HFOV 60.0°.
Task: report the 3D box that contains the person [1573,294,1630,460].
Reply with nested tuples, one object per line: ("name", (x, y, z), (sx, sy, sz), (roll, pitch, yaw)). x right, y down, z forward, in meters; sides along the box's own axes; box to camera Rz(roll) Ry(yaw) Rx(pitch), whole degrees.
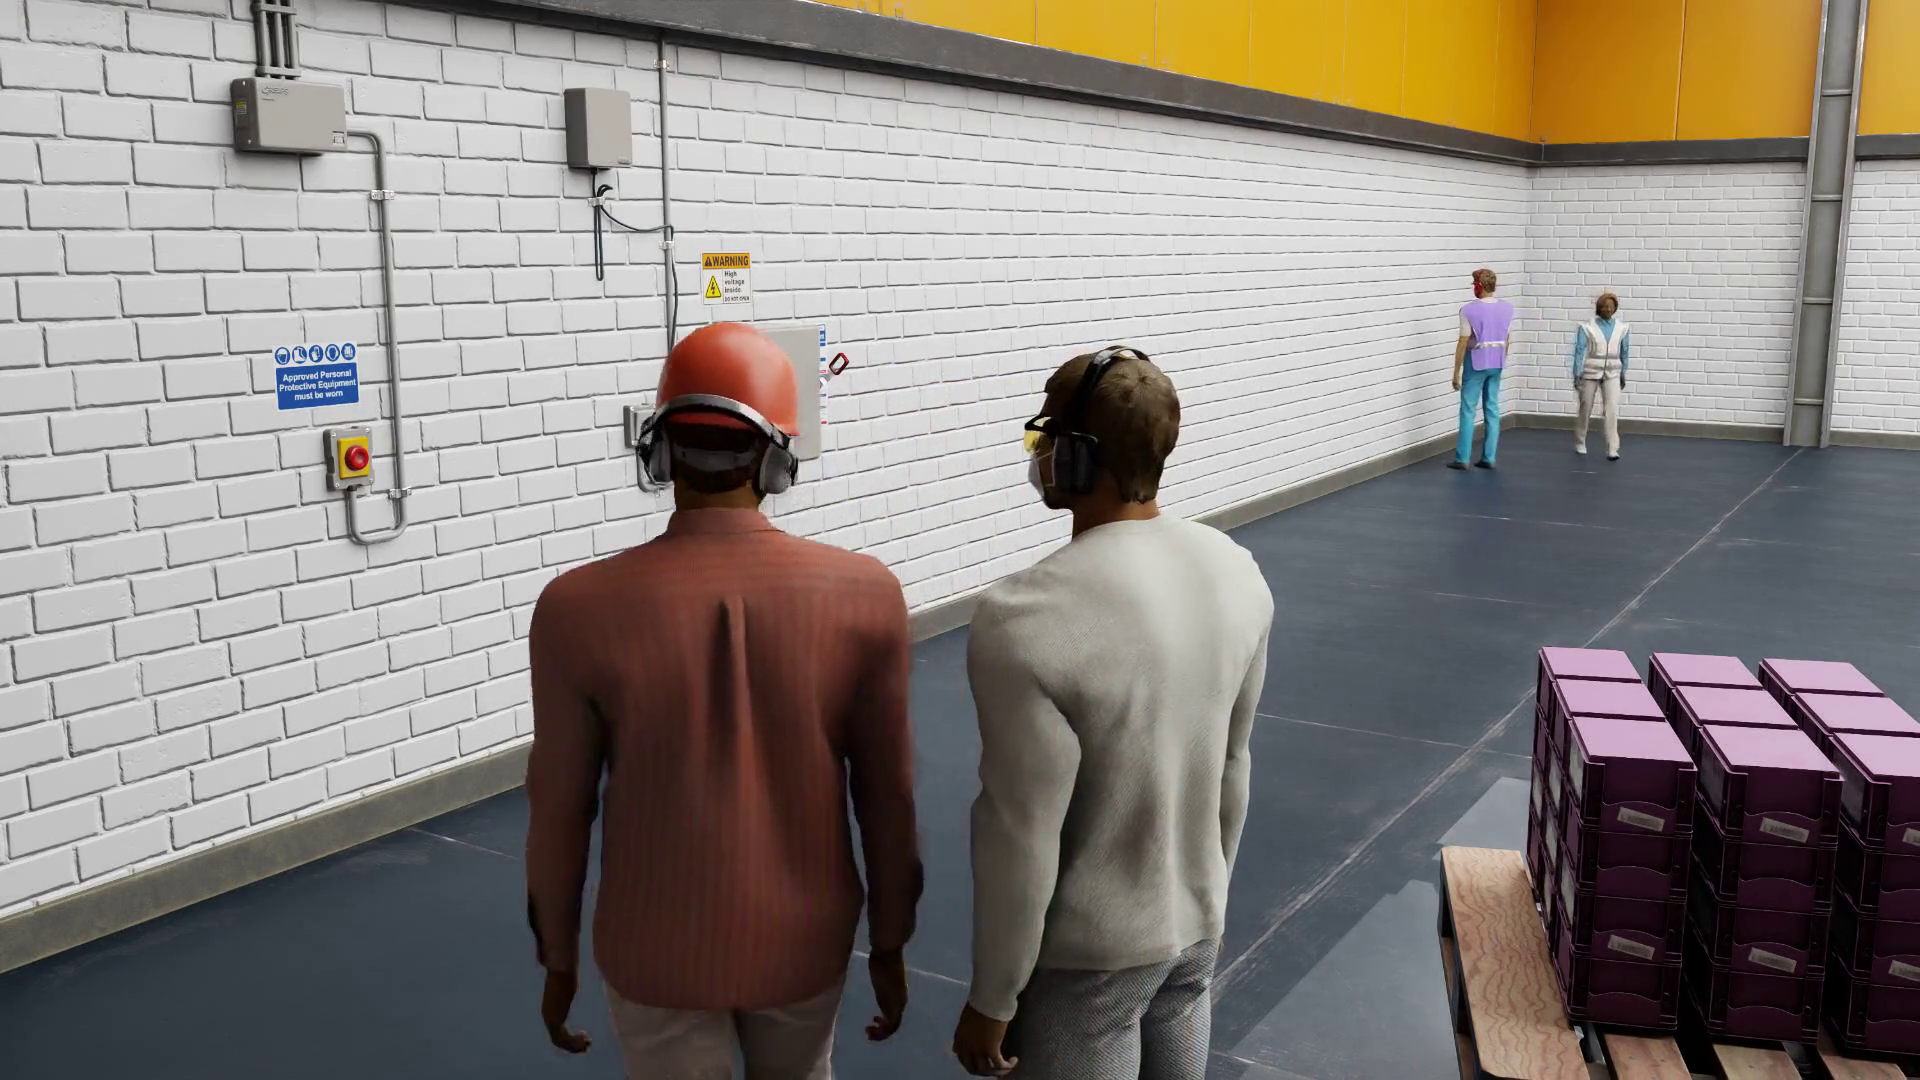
("person", (6.197, -1.587, 16.109), (0.544, 1.590, 0.884), (1, 10, 5))

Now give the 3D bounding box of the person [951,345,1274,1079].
("person", (0.238, 0.654, 2.726), (0.630, 1.940, 0.372), (-10, 14, -44))

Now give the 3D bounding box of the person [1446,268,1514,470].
("person", (4.766, -1.549, 15.207), (0.564, 1.844, 0.427), (-3, 11, -19))

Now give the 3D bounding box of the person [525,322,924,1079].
("person", (-0.386, 0.640, 2.711), (0.632, 1.966, 0.449), (-3, 11, -17))
